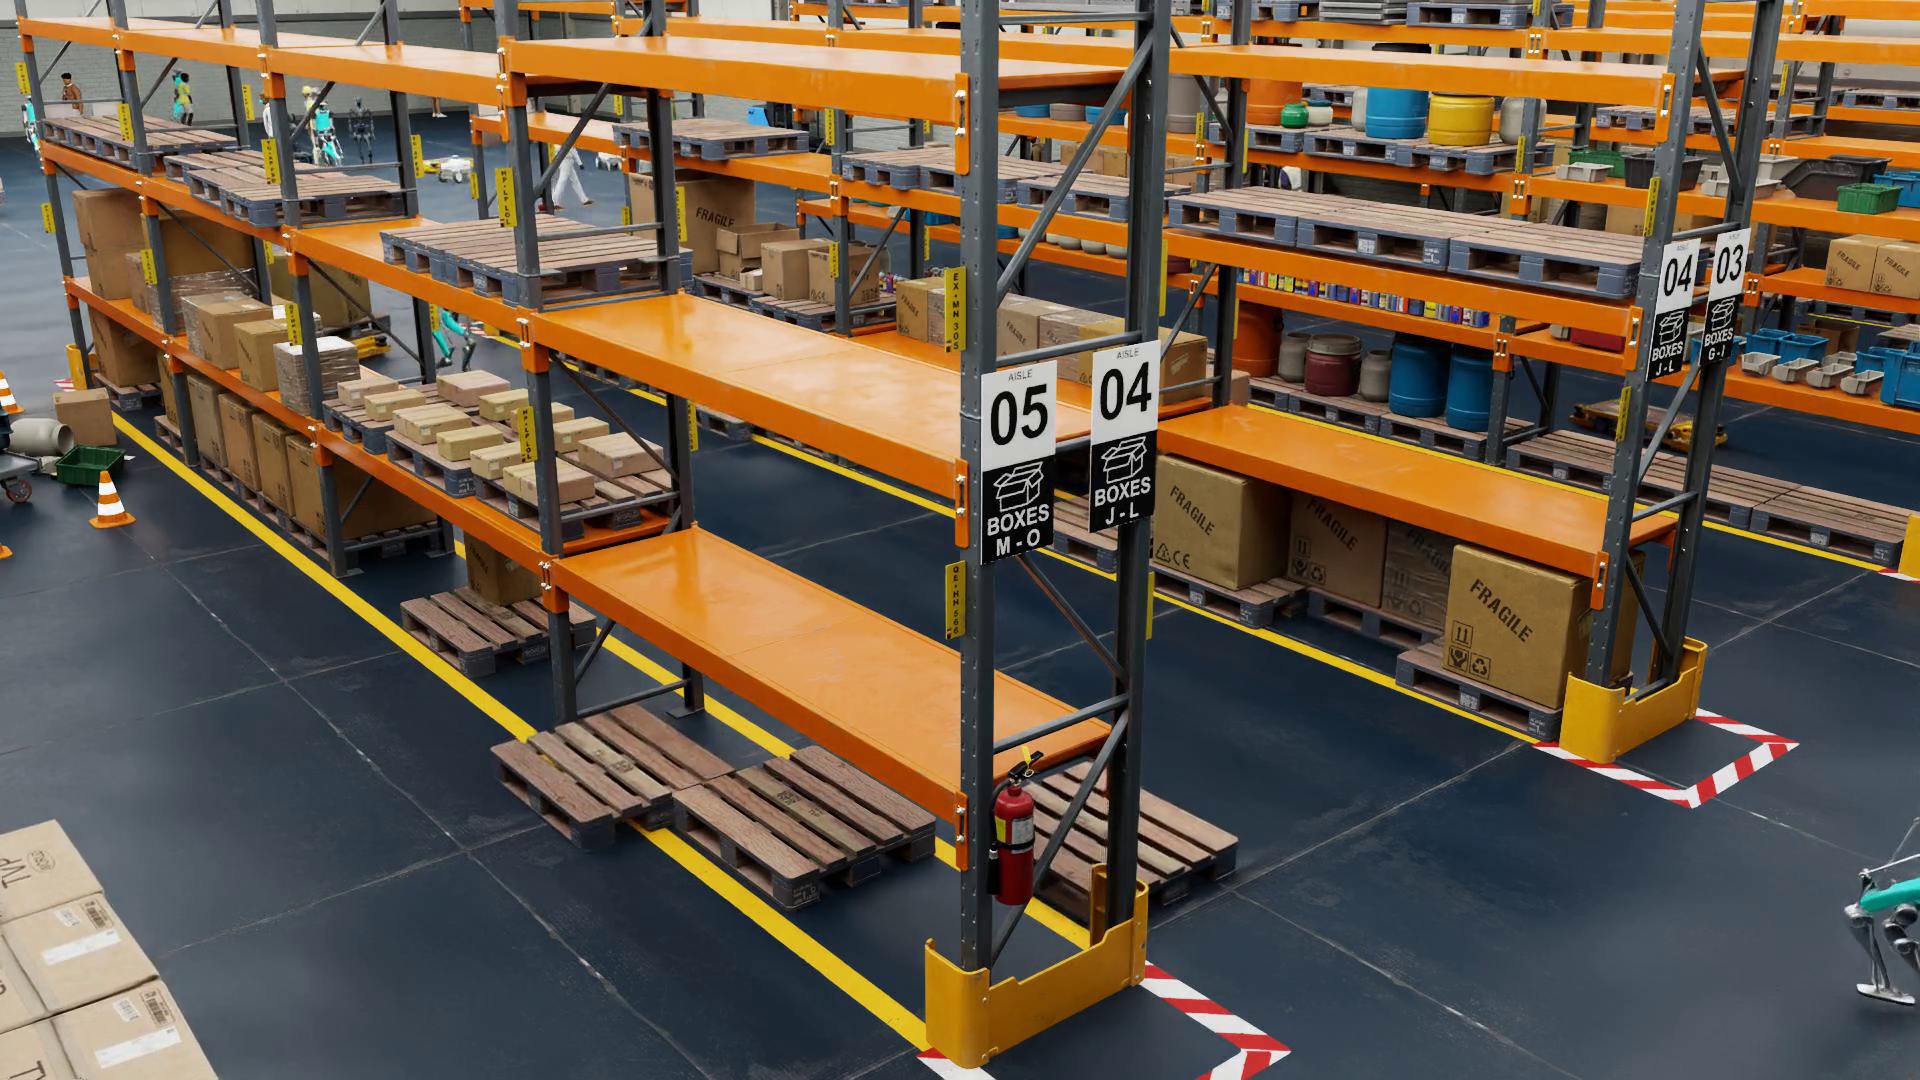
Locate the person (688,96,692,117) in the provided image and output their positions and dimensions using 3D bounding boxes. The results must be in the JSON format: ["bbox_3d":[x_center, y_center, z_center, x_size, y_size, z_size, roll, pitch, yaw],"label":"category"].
[{"bbox_3d":[-5.844,-9.005,37.172,0.960,1.855,0.576,6,20,17],"label":"person"}]

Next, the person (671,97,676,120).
[{"bbox_3d":[-7.192,-10.275,40.638,0.498,1.956,0.727,-6,20,-16],"label":"person"}]

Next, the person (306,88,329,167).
[{"bbox_3d":[-14.890,-9.528,38.640,0.560,1.881,0.408,-3,20,-8],"label":"person"}]

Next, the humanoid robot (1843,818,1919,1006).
[{"bbox_3d":[4.422,1.435,7.692,0.757,1.814,0.540,7,20,18],"label":"humanoid robot"}]

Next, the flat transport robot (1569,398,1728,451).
[{"bbox_3d":[7.183,-1.214,17.390,0.659,0.231,1.431,-13,23,-33],"label":"flat transport robot"}]

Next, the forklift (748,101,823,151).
[{"bbox_3d":[-4.526,-11.368,42.374,1.129,2.768,1.873,-15,24,-37],"label":"forklift"}]

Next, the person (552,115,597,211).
[{"bbox_3d":[-7.677,-7.402,32.644,0.994,1.830,0.584,-10,22,-27],"label":"person"}]

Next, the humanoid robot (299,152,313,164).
[{"bbox_3d":[-11.003,-5.721,28.103,0.359,1.645,0.584,-2,19,-6],"label":"humanoid robot"}]

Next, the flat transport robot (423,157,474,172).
[{"bbox_3d":[-12.028,-8.809,39.007,0.659,0.231,1.431,11,22,28],"label":"flat transport robot"}]

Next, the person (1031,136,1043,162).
[{"bbox_3d":[1.417,-6.793,31.030,0.411,1.758,0.541,1,19,4],"label":"person"}]

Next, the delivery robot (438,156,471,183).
[{"bbox_3d":[-11.184,-8.204,36.869,0.499,0.605,0.799,7,21,20],"label":"delivery robot"}]

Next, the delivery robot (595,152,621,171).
[{"bbox_3d":[-8.235,-8.968,39.050,0.499,0.609,0.805,-11,22,-28],"label":"delivery robot"}]

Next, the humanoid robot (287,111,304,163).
[{"bbox_3d":[-14.151,-8.266,35.339,0.367,1.643,0.584,-2,19,-4],"label":"humanoid robot"}]

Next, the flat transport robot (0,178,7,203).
[{"bbox_3d":[-19.140,-6.313,31.903,0.659,0.231,1.431,-1,19,-3],"label":"flat transport robot"}]

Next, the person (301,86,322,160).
[{"bbox_3d":[-15.879,-10.200,40.737,0.408,1.757,0.539,1,19,2],"label":"person"}]

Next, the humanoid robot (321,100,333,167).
[{"bbox_3d":[-14.540,-9.247,38.127,0.330,1.656,0.592,-7,21,-20],"label":"humanoid robot"}]

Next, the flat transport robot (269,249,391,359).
[{"bbox_3d":[-7.957,-2.476,20.983,1.431,0.231,0.659,9,21,25],"label":"flat transport robot"}]

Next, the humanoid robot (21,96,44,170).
[{"bbox_3d":[-21.117,-9.268,38.137,0.560,1.747,1.045,-12,22,-30],"label":"humanoid robot"}]

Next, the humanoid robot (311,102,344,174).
[{"bbox_3d":[-13.715,-8.655,36.417,0.992,1.779,0.530,13,23,34],"label":"humanoid robot"}]

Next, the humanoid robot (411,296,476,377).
[{"bbox_3d":[-5.877,-2.530,18.980,1.054,1.740,0.553,16,25,37],"label":"humanoid robot"}]

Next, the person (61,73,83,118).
[{"bbox_3d":[-23.536,-11.458,44.156,0.783,1.852,0.404,10,22,26],"label":"person"}]

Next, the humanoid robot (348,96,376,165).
[{"bbox_3d":[-14.001,-9.536,38.941,0.591,1.651,0.345,-7,21,-20],"label":"humanoid robot"}]

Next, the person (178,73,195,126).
[{"bbox_3d":[-21.861,-12.314,46.894,0.656,1.663,0.372,17,25,40],"label":"person"}]

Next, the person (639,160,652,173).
[{"bbox_3d":[-5.270,-5.951,28.344,0.372,1.955,0.604,-2,19,-6],"label":"person"}]

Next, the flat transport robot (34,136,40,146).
[{"bbox_3d":[-23.960,-10.462,43.711,0.659,0.231,1.431,-10,22,-26],"label":"flat transport robot"}]

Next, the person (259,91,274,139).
[{"bbox_3d":[-15.462,-9.102,37.384,0.361,1.909,0.481,-8,21,-23],"label":"person"}]

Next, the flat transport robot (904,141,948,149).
[{"bbox_3d":[-0.750,-7.691,35.824,0.659,0.231,1.431,-8,21,-21],"label":"flat transport robot"}]

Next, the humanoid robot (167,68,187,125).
[{"bbox_3d":[-22.109,-12.412,46.873,0.532,1.688,0.725,12,23,31],"label":"humanoid robot"}]

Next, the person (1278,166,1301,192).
[{"bbox_3d":[5.387,-5.512,27.274,0.401,1.834,0.580,14,23,34],"label":"person"}]

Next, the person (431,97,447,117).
[{"bbox_3d":[-16.278,-14.076,51.574,0.509,1.874,0.381,17,26,40],"label":"person"}]
